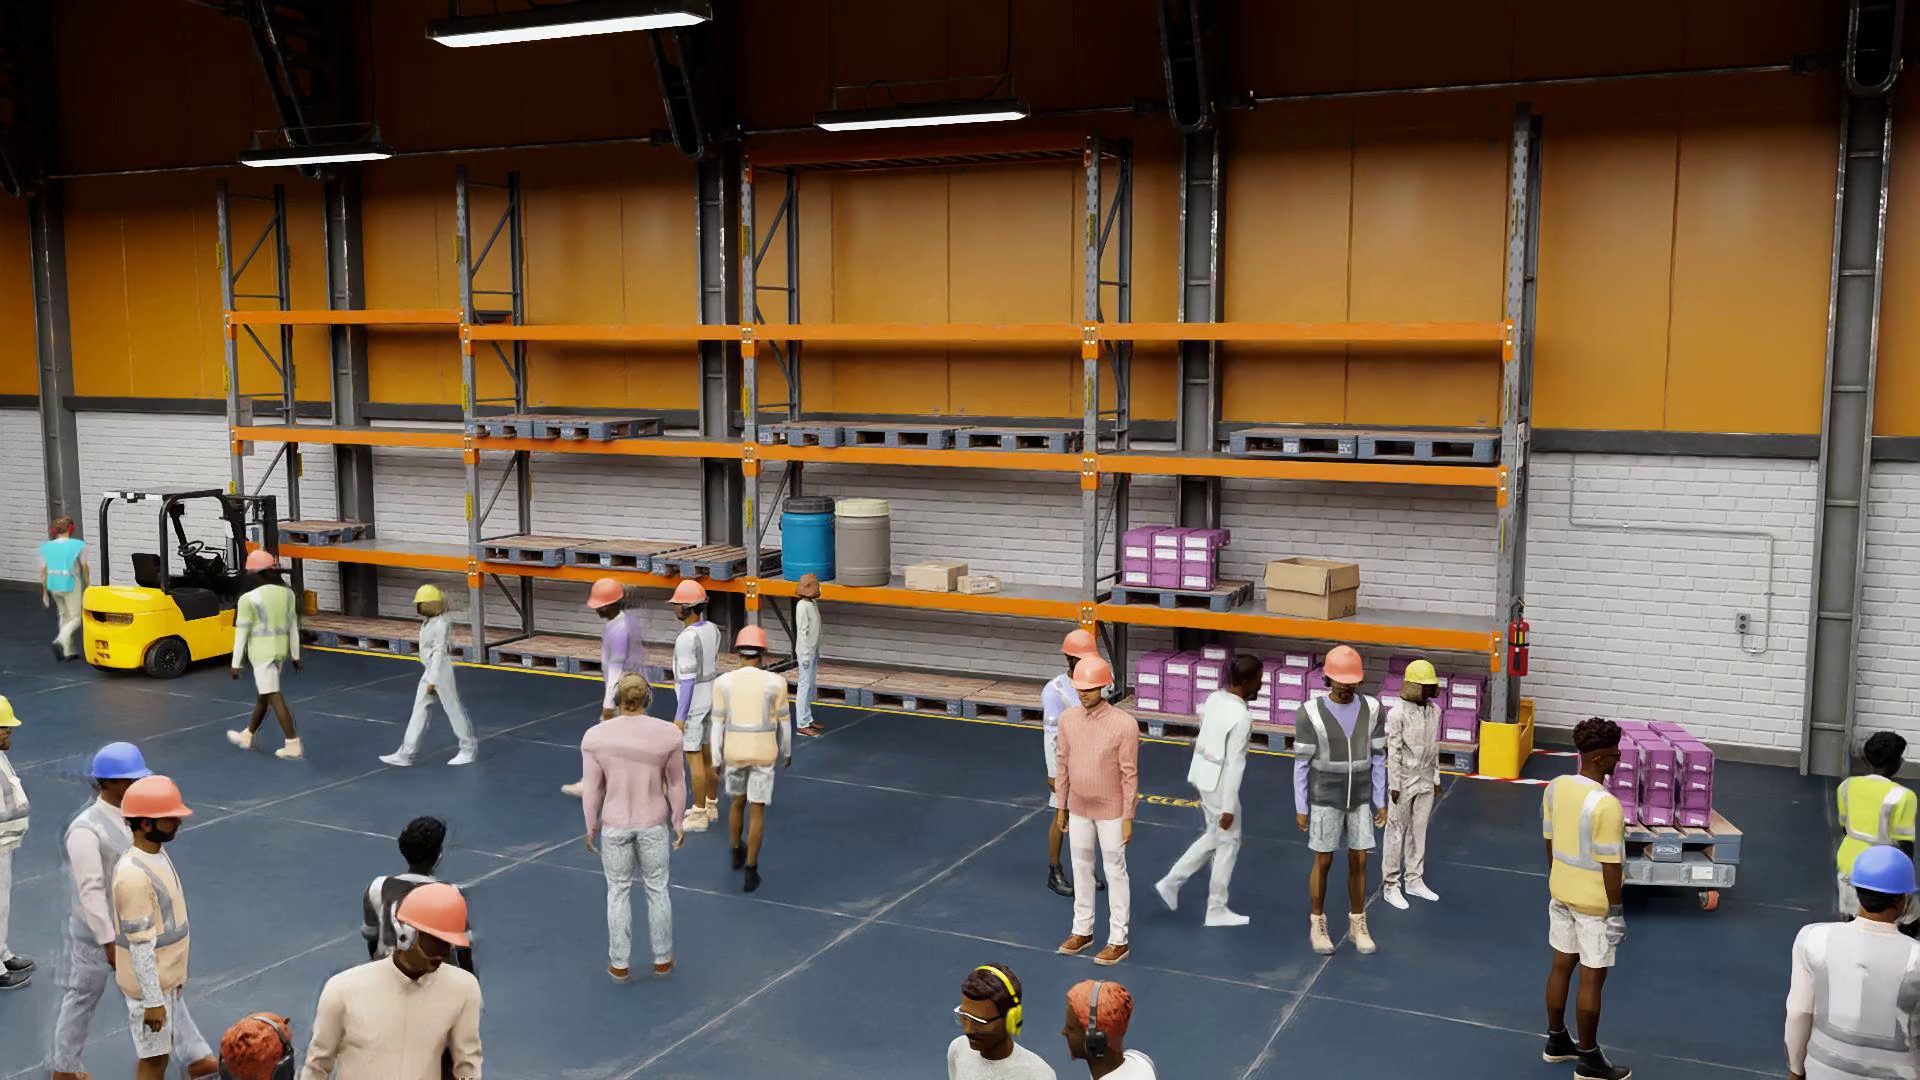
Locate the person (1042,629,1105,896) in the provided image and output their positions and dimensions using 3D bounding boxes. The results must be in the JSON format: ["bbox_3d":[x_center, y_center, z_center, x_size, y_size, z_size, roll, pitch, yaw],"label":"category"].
[{"bbox_3d":[0.846,1.588,11.927,0.539,1.930,0.383,-5,9,-36],"label":"person"}]

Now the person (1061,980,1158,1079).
[{"bbox_3d":[0.504,2.383,5.565,0.355,1.876,0.574,3,7,21],"label":"person"}]

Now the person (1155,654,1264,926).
[{"bbox_3d":[1.700,1.691,11.238,0.645,1.885,0.624,-1,7,-12],"label":"person"}]

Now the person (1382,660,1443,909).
[{"bbox_3d":[3.209,1.702,11.708,0.483,1.745,0.299,-4,8,-32],"label":"person"}]

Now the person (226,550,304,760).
[{"bbox_3d":[-6.645,1.085,15.798,1.031,1.984,0.630,3,7,23],"label":"person"}]

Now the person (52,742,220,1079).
[{"bbox_3d":[-4.349,1.994,8.686,1.005,1.892,0.618,1,7,9],"label":"person"}]

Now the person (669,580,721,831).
[{"bbox_3d":[-2.167,1.337,13.490,0.378,2.045,0.605,2,7,15],"label":"person"}]

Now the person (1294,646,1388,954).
[{"bbox_3d":[2.468,1.677,10.764,0.612,2.029,0.409,-1,7,-9],"label":"person"}]

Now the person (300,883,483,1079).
[{"bbox_3d":[-2.142,2.262,6.306,0.688,1.935,0.591,-5,9,-37],"label":"person"}]

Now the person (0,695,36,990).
[{"bbox_3d":[-5.928,1.848,10.205,0.403,1.819,0.601,-3,8,-27],"label":"person"}]

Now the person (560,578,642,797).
[{"bbox_3d":[-2.978,1.291,14.149,0.974,1.979,0.682,-2,7,-14],"label":"person"}]

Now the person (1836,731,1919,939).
[{"bbox_3d":[5.437,1.959,9.831,0.500,1.671,0.564,-3,7,-21],"label":"person"}]

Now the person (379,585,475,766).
[{"bbox_3d":[-4.928,1.274,15.390,0.886,1.698,0.508,-5,9,-36],"label":"person"}]

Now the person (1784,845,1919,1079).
[{"bbox_3d":[3.692,2.200,6.768,0.613,1.943,0.405,6,9,40],"label":"person"}]

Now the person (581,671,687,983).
[{"bbox_3d":[-2.014,1.773,10.322,0.635,1.937,0.352,-2,7,-13],"label":"person"}]

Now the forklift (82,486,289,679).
[{"bbox_3d":[-9.426,0.454,20.179,1.214,2.155,2.313,3,8,26],"label":"forklift"}]

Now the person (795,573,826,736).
[{"bbox_3d":[-1.516,1.144,16.754,0.272,1.635,0.507,1,7,7],"label":"person"}]

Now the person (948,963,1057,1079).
[{"bbox_3d":[0.127,2.365,5.769,0.508,1.862,0.326,7,10,44],"label":"person"}]

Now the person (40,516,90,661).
[{"bbox_3d":[-10.973,0.621,20.358,0.568,1.812,0.644,1,7,4],"label":"person"}]

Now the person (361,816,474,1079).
[{"bbox_3d":[-2.690,2.188,8.025,0.726,1.667,0.470,0,7,4],"label":"person"}]

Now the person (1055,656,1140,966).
[{"bbox_3d":[0.860,1.715,10.641,0.608,1.987,0.403,5,8,35],"label":"person"}]

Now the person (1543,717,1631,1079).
[{"bbox_3d":[3.388,1.922,8.980,0.367,1.967,0.602,-2,7,-13],"label":"person"}]

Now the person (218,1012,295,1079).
[{"bbox_3d":[-2.195,2.419,5.260,0.579,1.879,0.354,1,7,10],"label":"person"}]

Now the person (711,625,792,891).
[{"bbox_3d":[-1.517,1.564,12.265,0.557,1.885,0.866,1,7,7],"label":"person"}]

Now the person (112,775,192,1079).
[{"bbox_3d":[-3.797,2.069,7.890,0.356,1.938,0.544,-2,7,-19],"label":"person"}]
